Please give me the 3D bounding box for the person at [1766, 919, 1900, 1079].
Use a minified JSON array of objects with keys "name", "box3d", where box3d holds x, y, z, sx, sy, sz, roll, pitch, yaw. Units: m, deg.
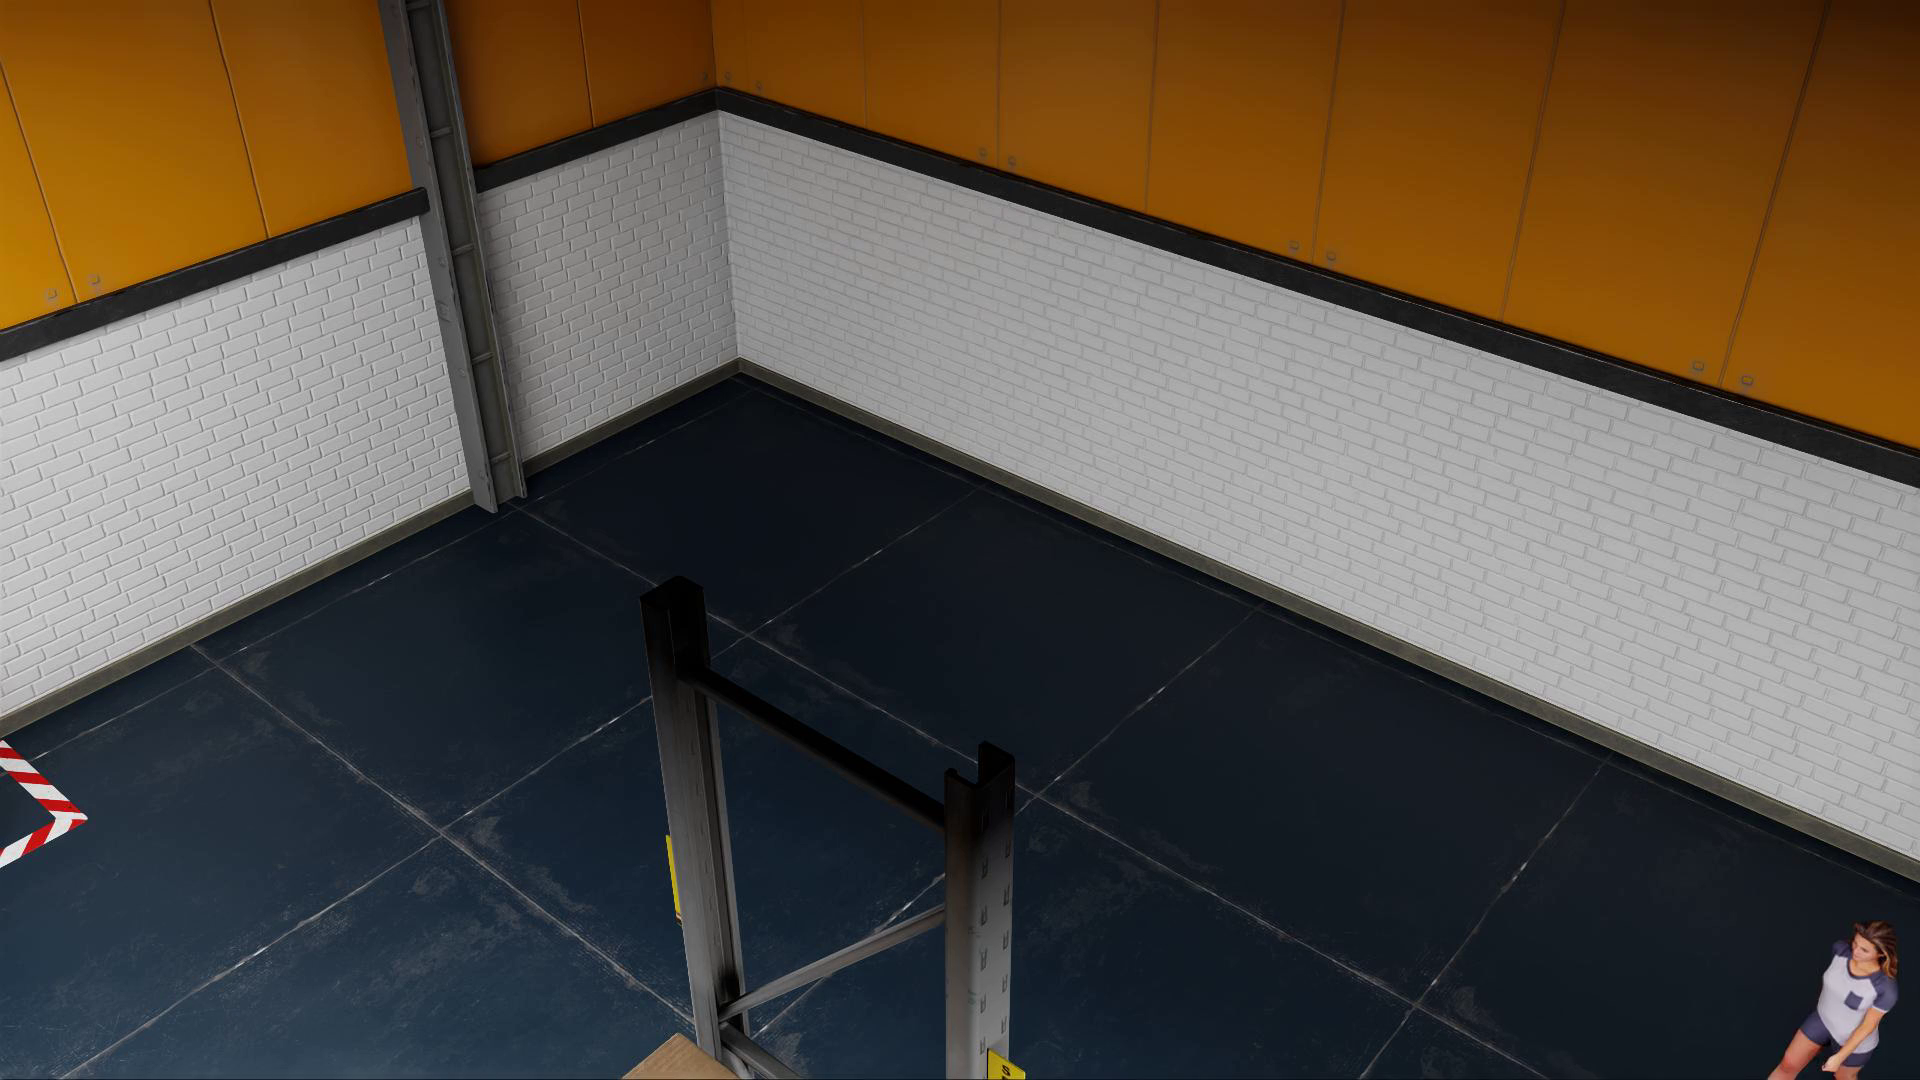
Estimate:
[{"name":"person","box3d":[4.955,2.702,9.200,1.097,1.692,0.913,-11,35,-15]}]
